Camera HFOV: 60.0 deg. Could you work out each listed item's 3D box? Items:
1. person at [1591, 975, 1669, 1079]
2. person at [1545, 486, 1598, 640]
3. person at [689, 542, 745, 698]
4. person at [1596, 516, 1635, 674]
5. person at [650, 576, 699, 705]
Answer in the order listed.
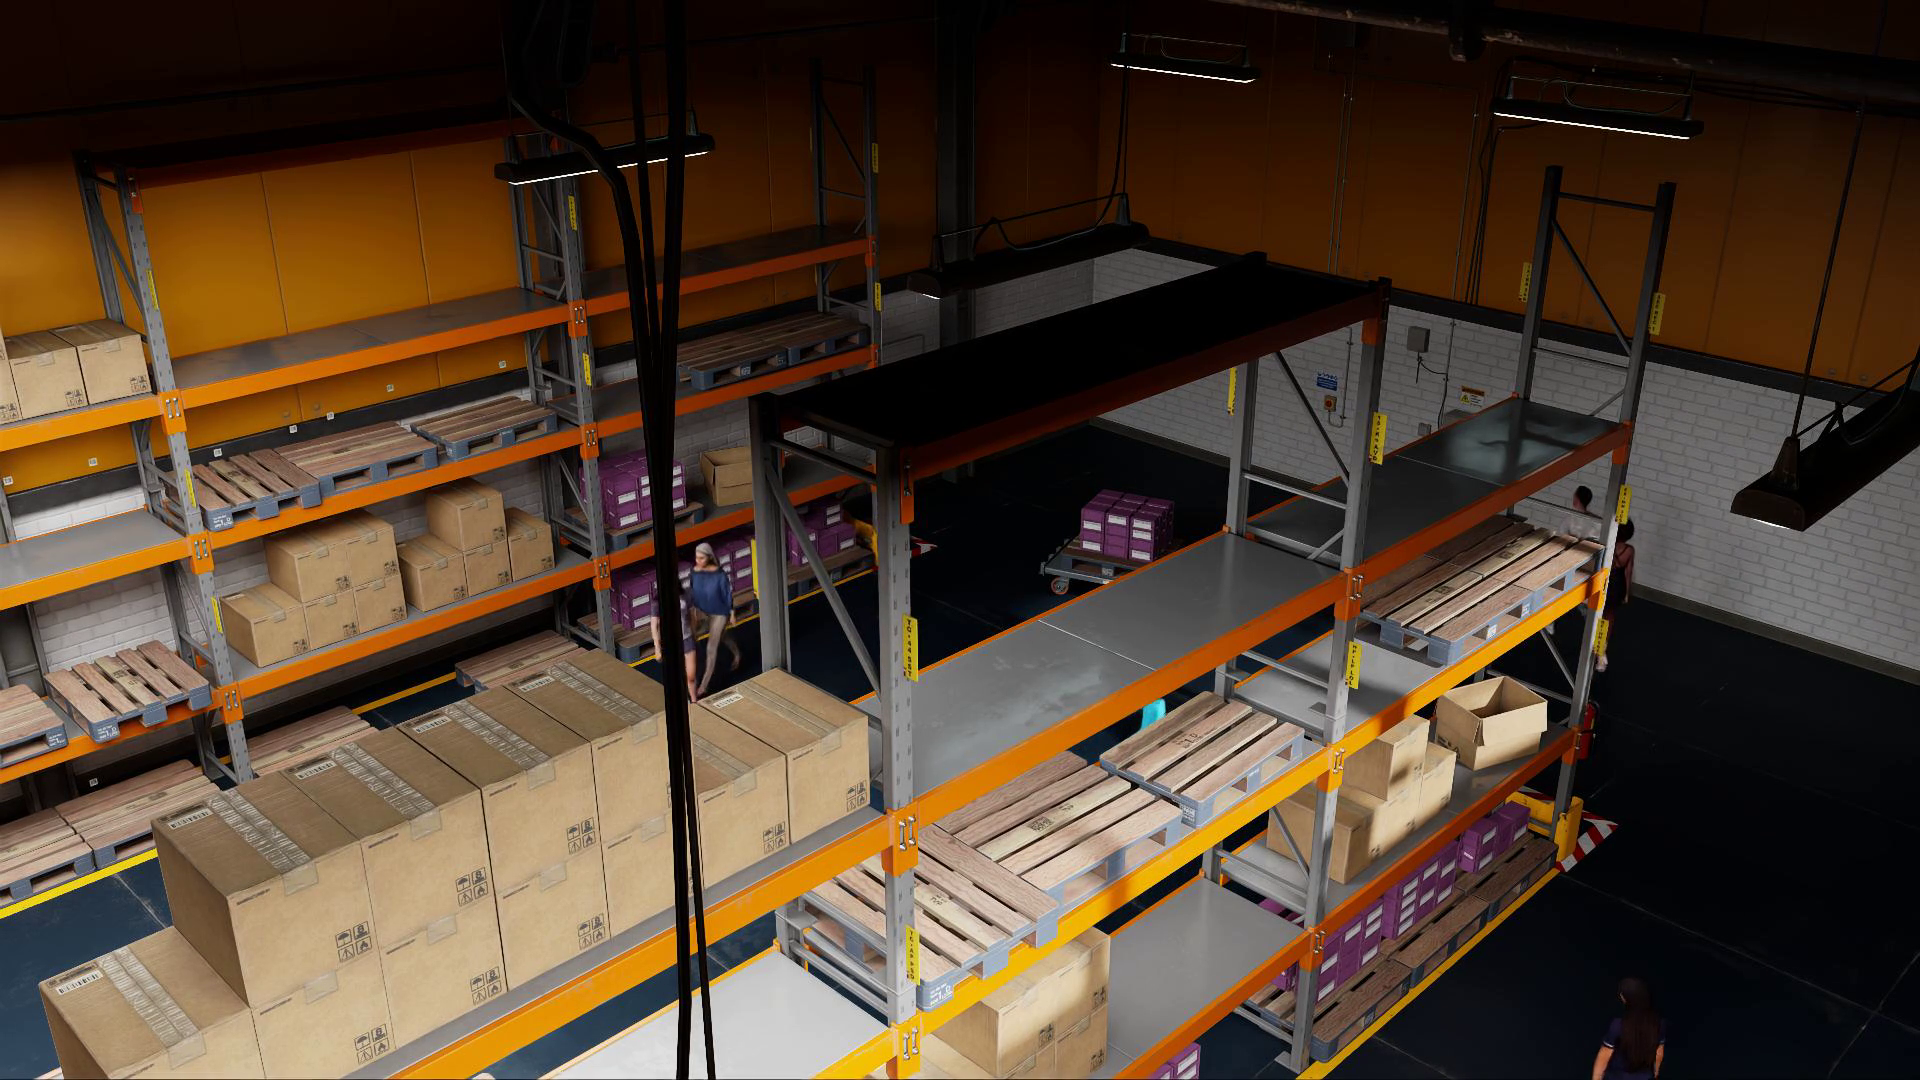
[{"bbox_3d":[4.378,3.595,10.949,0.680,1.761,0.733,5,24,11],"label":"person"},{"bbox_3d":[6.831,0.282,18.450,1.049,1.825,0.992,-9,25,-19],"label":"person"},{"bbox_3d":[-2.533,0.774,17.553,0.841,1.640,1.279,13,27,26],"label":"person"},{"bbox_3d":[6.944,0.609,17.791,0.946,1.752,1.085,4,24,8],"label":"person"},{"bbox_3d":[-2.874,1.012,16.981,0.767,1.664,0.831,-11,26,-23],"label":"person"}]
